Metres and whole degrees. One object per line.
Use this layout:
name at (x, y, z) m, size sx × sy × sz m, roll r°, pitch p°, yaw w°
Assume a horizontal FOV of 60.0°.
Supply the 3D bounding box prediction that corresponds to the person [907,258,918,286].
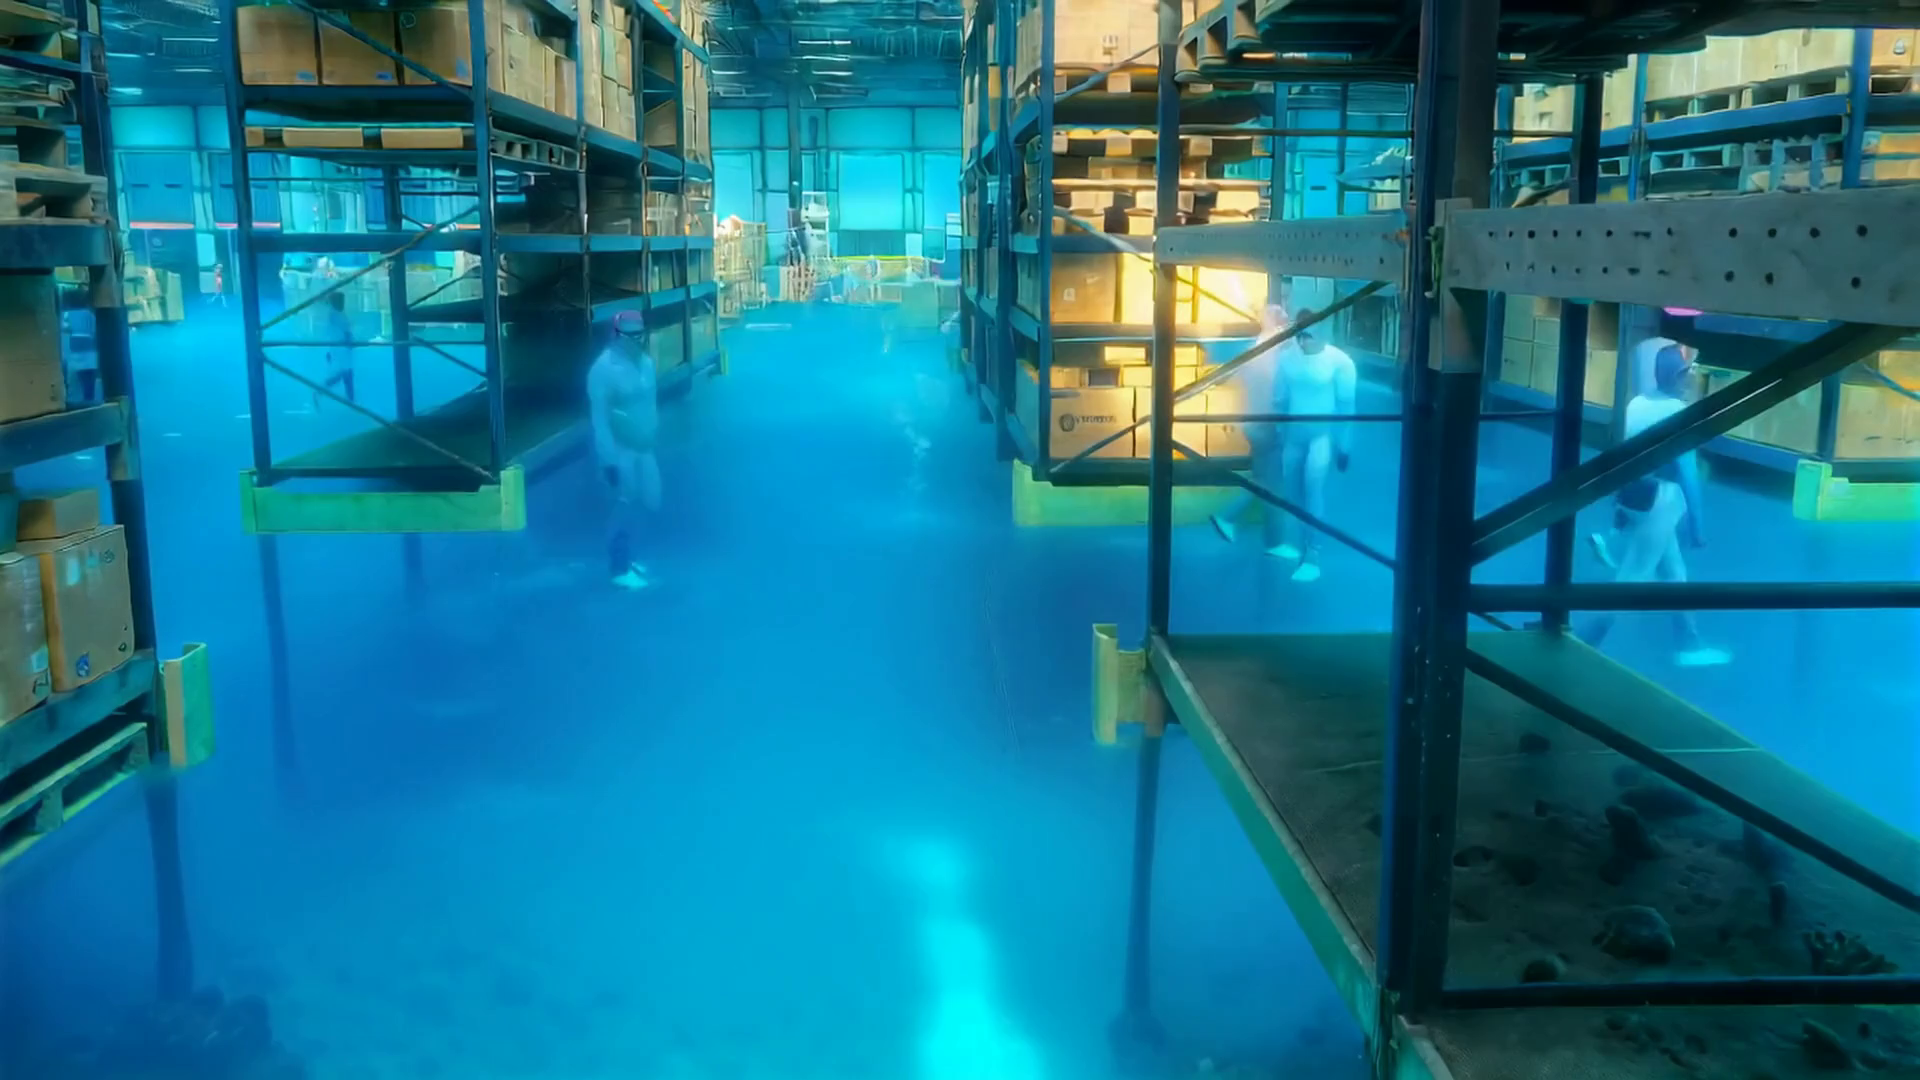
person at (-1.605, -8.233, 54.003) m, size 0.874 × 1.803 × 0.511 m, roll -10°, pitch 14°, yaw -43°

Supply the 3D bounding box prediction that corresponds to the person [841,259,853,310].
person at (-3.887, -8.764, 57.130) m, size 0.379 × 1.727 × 0.521 m, roll -3°, pitch 11°, yaw -17°

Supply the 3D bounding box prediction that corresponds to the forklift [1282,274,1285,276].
forklift at (12.240, -10.302, 62.509) m, size 1.129 × 2.768 × 1.873 m, roll 0°, pitch 10°, yaw -2°

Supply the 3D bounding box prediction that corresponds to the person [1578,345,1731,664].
person at (3.796, -0.163, 9.069) m, size 0.983 × 1.799 × 0.588 m, roll -1°, pitch 10°, yaw -5°

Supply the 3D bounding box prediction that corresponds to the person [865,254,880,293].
person at (-3.430, -10.226, 64.883) m, size 0.592 × 1.882 × 0.391 m, roll 0°, pitch 10°, yaw 2°

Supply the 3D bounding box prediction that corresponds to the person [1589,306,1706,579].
person at (4.787, -0.721, 11.494) m, size 0.622 × 2.030 × 0.618 m, roll -2°, pitch 10°, yaw -13°

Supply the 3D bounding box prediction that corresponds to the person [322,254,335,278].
person at (-24.981, -10.347, 65.594) m, size 0.593 × 1.863 × 1.020 m, roll -8°, pitch 13°, yaw -37°

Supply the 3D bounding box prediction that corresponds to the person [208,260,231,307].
person at (-26.572, -9.169, 59.539) m, size 0.697 × 1.679 × 0.538 m, roll -5°, pitch 11°, yaw -24°

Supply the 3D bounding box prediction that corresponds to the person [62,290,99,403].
person at (-12.258, -2.678, 23.405) m, size 0.538 × 1.667 × 0.755 m, roll -1°, pitch 10°, yaw -4°

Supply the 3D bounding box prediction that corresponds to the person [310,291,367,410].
person at (-8.652, -2.602, 22.993) m, size 0.740 × 1.660 × 0.546 m, roll -9°, pitch 14°, yaw -41°

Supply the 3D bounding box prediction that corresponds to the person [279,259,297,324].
person at (-19.156, -7.101, 47.522) m, size 0.521 × 1.864 × 0.335 m, roll -9°, pitch 14°, yaw -42°

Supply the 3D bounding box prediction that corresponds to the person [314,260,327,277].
person at (-19.428, -7.603, 50.539) m, size 1.008 × 1.792 × 0.623 m, roll -3°, pitch 11°, yaw -18°

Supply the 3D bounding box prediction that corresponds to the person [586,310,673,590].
person at (-2.209, -0.593, 11.168) m, size 0.428 × 1.890 × 0.679 m, roll 5°, pitch 12°, yaw 28°

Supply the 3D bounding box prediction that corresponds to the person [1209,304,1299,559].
person at (2.242, -0.807, 12.383) m, size 0.622 × 1.885 × 0.687 m, roll 0°, pitch 10°, yaw 1°

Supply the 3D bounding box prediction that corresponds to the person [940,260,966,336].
person at (-0.025, -5.807, 40.184) m, size 0.831 × 1.915 × 0.548 m, roll -1°, pitch 10°, yaw -7°

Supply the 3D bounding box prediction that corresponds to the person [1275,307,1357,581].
person at (2.523, -0.702, 11.796) m, size 0.673 × 1.903 × 0.798 m, roll 10°, pitch 14°, yaw 44°
